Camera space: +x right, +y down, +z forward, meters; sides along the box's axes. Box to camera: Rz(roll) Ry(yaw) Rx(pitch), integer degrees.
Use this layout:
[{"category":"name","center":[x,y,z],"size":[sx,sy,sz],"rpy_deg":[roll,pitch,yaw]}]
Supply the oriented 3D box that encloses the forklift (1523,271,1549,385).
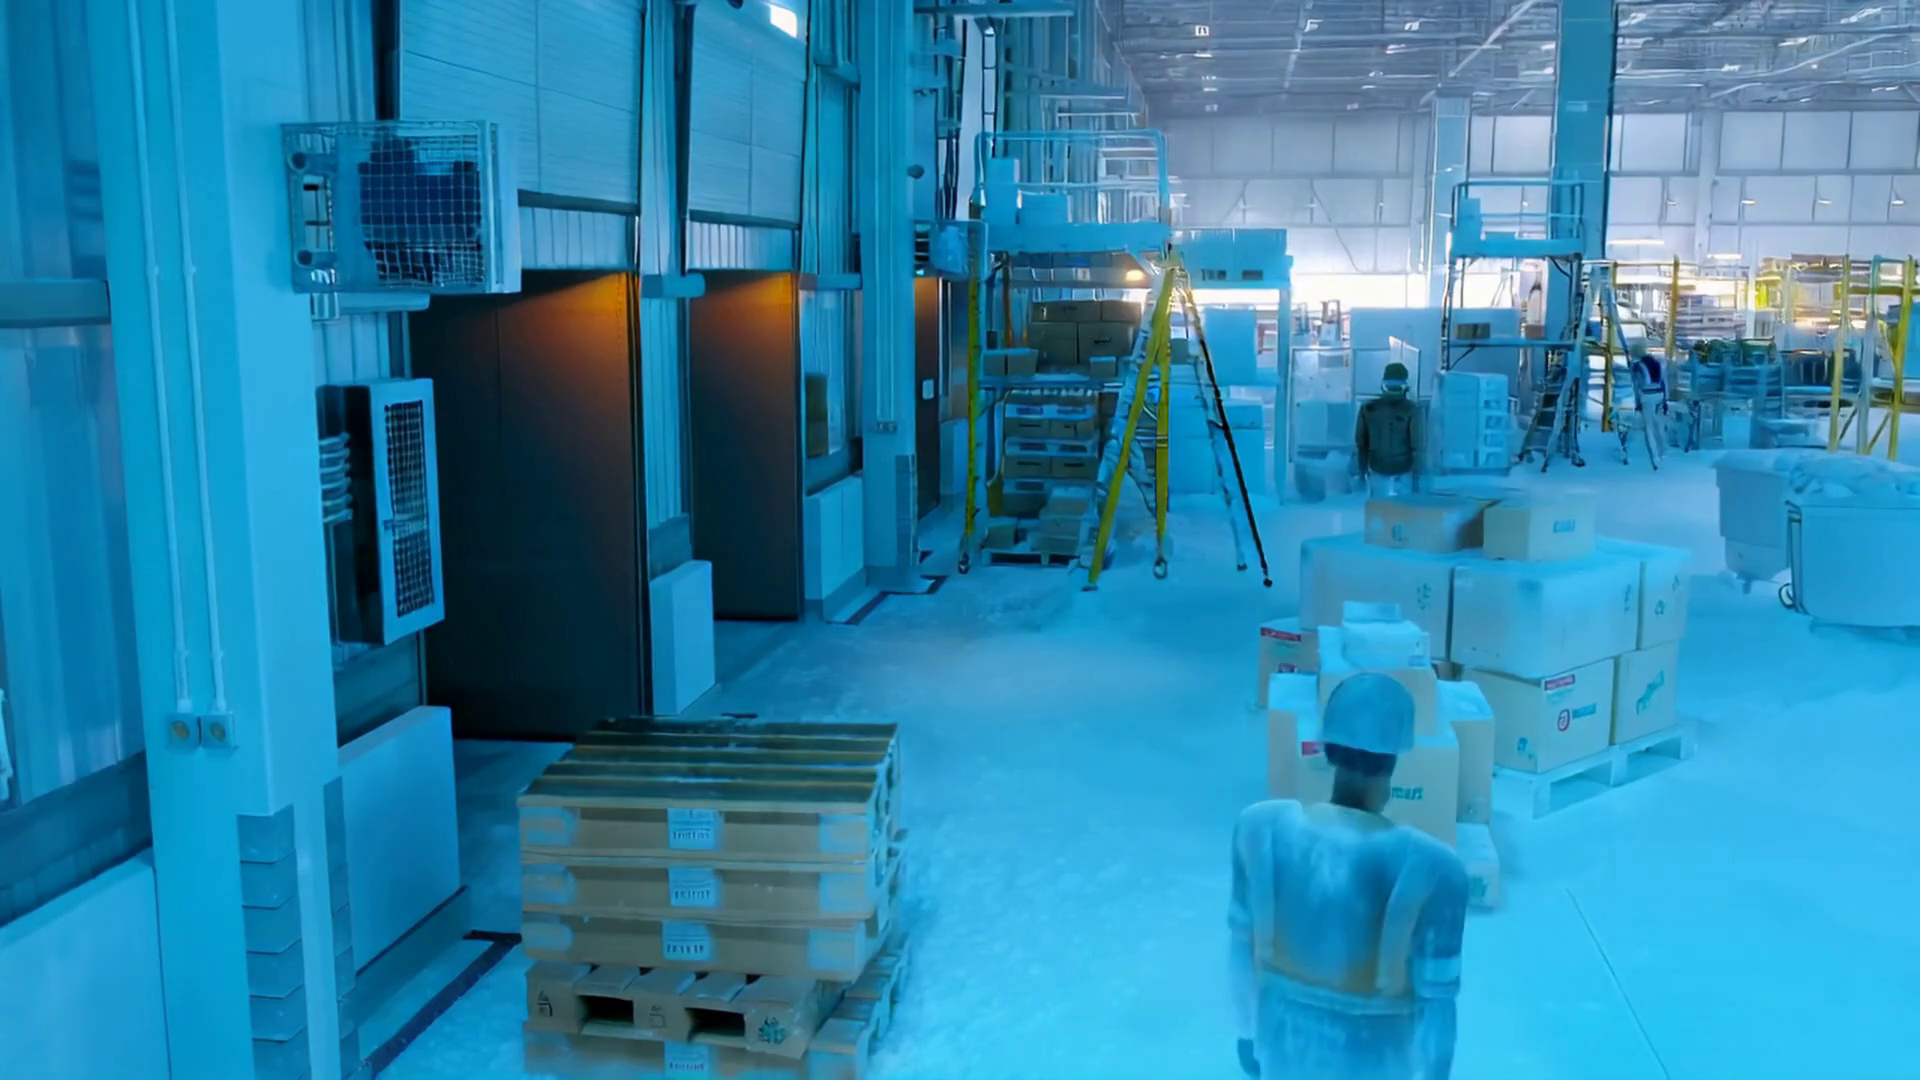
[{"category":"forklift","center":[14.663,-5.273,41.289],"size":[1.129,2.768,1.873],"rpy_deg":[3,10,16]}]

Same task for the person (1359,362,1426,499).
[{"category":"person","center":[4.046,-0.664,15.586],"size":[0.613,1.994,0.382],"rpy_deg":[1,9,7]}]

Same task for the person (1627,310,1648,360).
[{"category":"person","center":[17.721,-5.187,43.663],"size":[0.628,1.936,0.375],"rpy_deg":[-1,9,-4]}]

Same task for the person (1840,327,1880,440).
[{"category":"person","center":[15.027,-2.591,27.796],"size":[0.665,1.901,0.568],"rpy_deg":[-5,10,-28]}]

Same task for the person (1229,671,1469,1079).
[{"category":"person","center":[0.911,1.258,4.058],"size":[0.587,1.895,0.877],"rpy_deg":[4,10,24]}]

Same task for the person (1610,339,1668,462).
[{"category":"person","center":[10.276,-2.096,24.950],"size":[0.607,1.831,1.029],"rpy_deg":[-6,11,-33]}]

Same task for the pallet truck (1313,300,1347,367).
[{"category":"pallet truck","center":[11.159,-6.200,49.718],"size":[0.823,1.965,1.885],"rpy_deg":[4,10,26]}]

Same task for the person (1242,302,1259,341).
[{"category":"person","center":[8.334,-5.872,47.902],"size":[0.544,1.922,0.491],"rpy_deg":[6,11,34]}]
